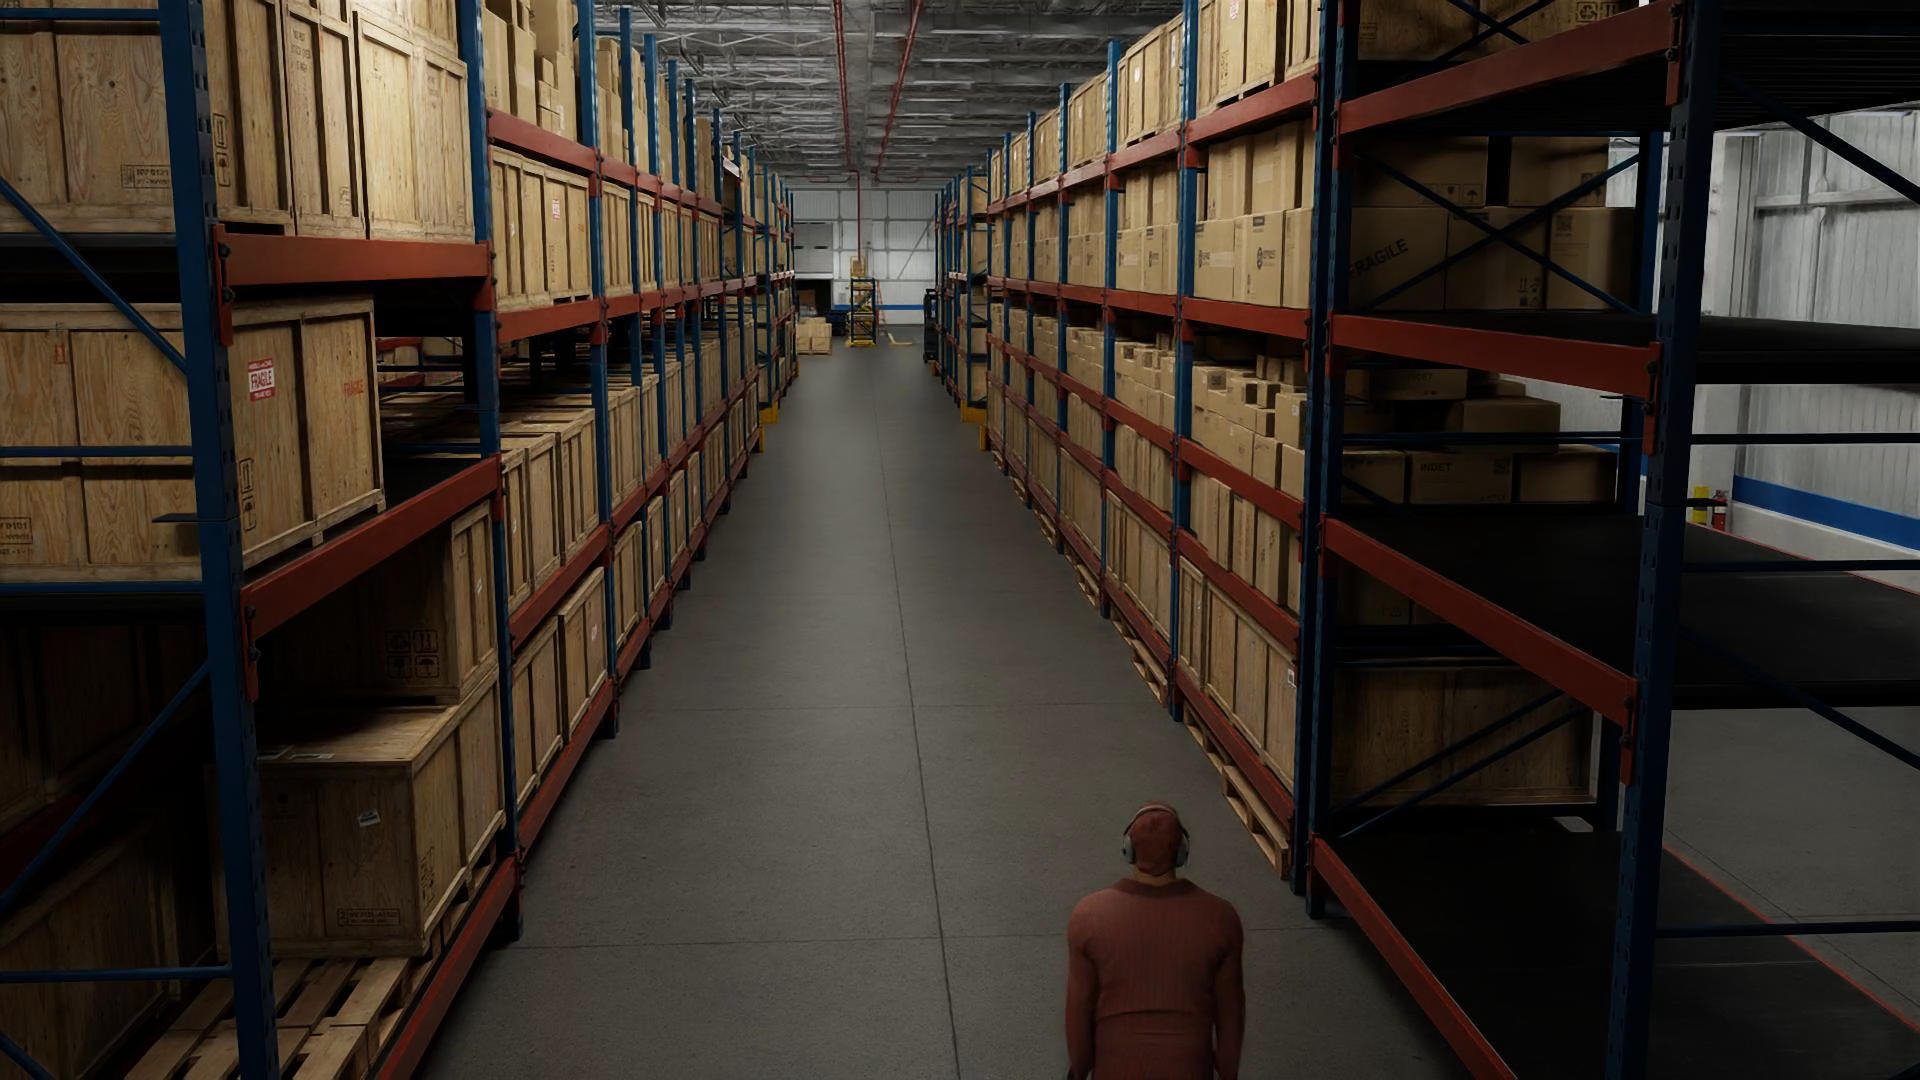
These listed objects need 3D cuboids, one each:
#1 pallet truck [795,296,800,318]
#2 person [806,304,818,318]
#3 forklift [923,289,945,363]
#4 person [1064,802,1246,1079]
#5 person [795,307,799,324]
[{"bbox_3d":[-8.622,-12.439,91.403,1.885,1.965,0.823,2,10,13],"label":"pallet truck"},{"bbox_3d":[-6.709,-9.826,76.064,0.649,1.904,0.870,-7,12,-35],"label":"person"},{"bbox_3d":[-0.832,-8.181,63.338,1.129,2.768,1.873,-1,10,-3],"label":"forklift"},{"bbox_3d":[0.706,1.891,6.084,0.652,1.904,0.402,0,10,3],"label":"person"},{"bbox_3d":[-7.508,-9.667,75.095,0.569,1.908,0.736,-4,10,-23],"label":"person"}]
